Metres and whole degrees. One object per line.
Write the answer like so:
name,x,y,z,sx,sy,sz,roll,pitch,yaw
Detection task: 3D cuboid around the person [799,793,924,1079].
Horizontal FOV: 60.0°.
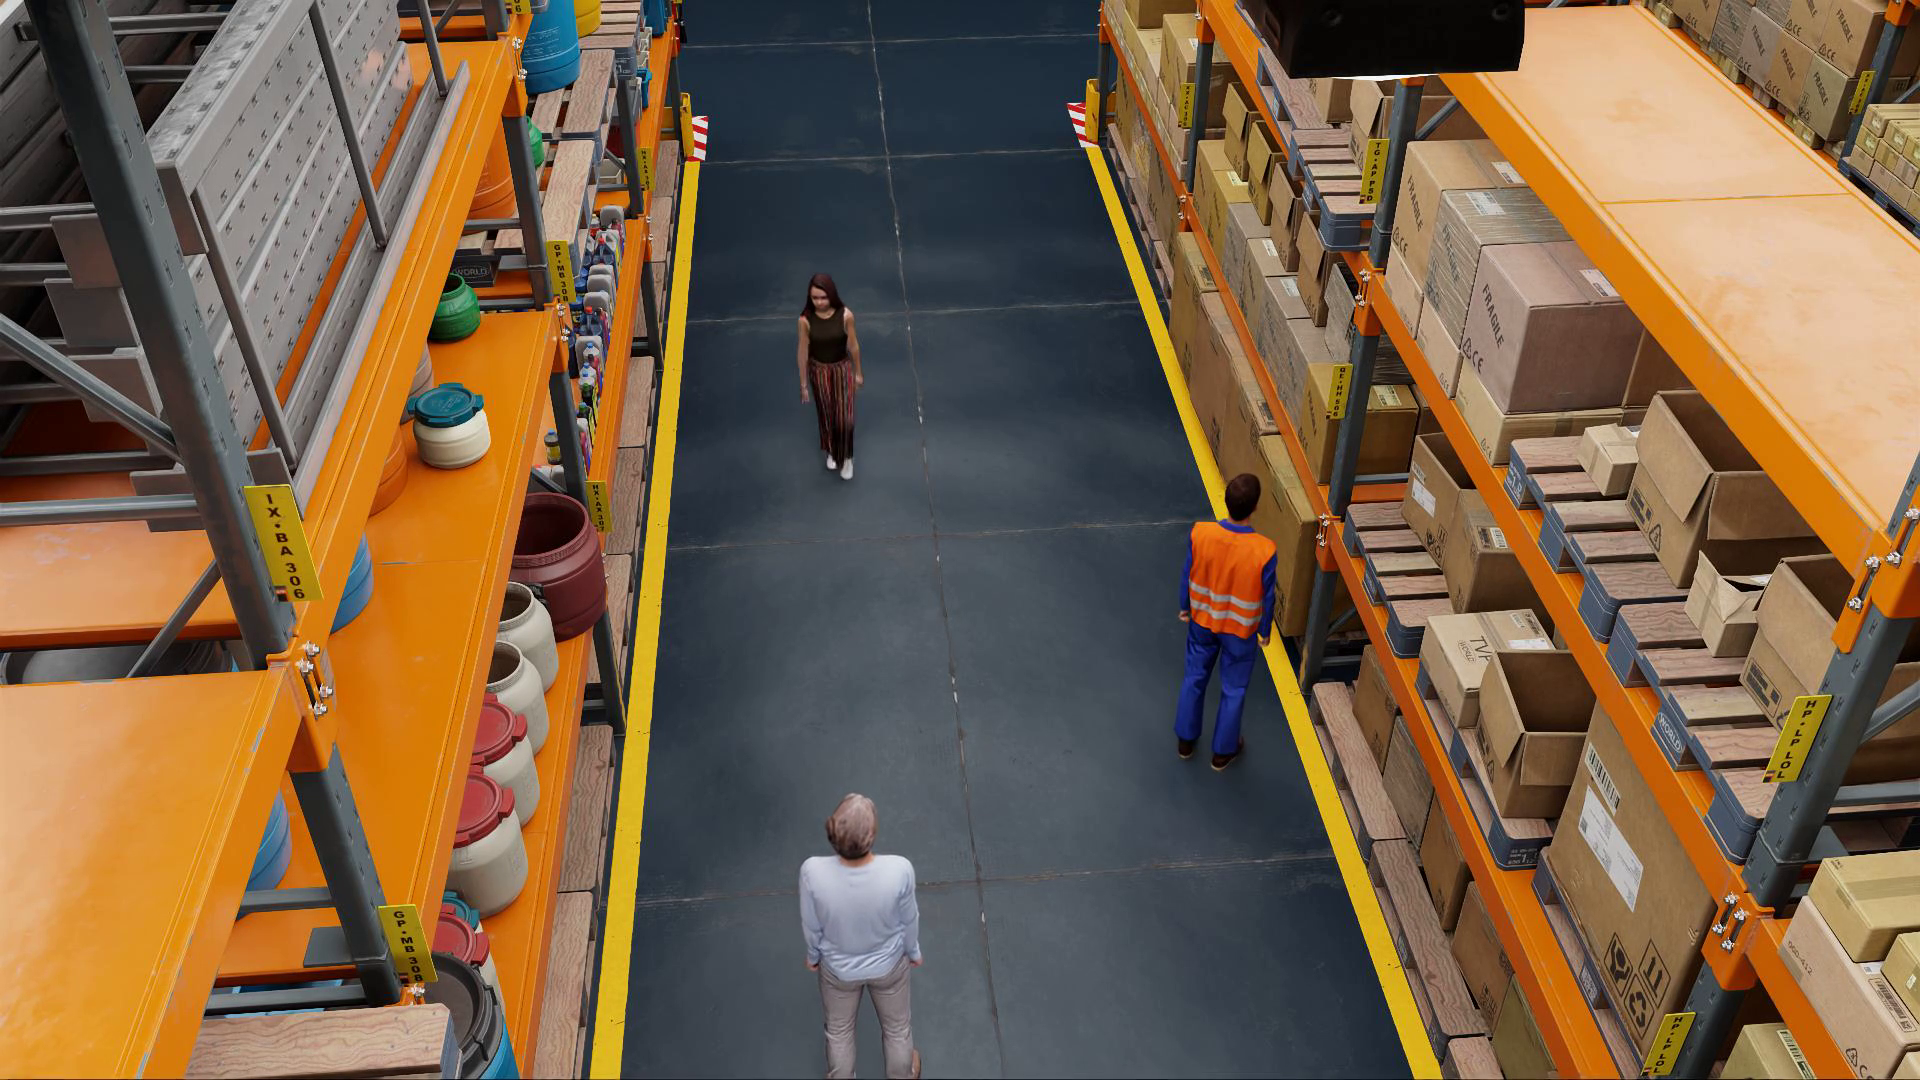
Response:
person,-0.411,1.793,7.093,0.665,1.894,0.580,-1,37,-1

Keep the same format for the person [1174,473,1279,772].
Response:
person,1.412,0.445,8.895,0.785,1.859,0.798,17,41,21

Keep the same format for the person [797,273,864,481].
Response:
person,-0.878,-1.165,11.272,0.602,1.545,0.689,0,37,0
